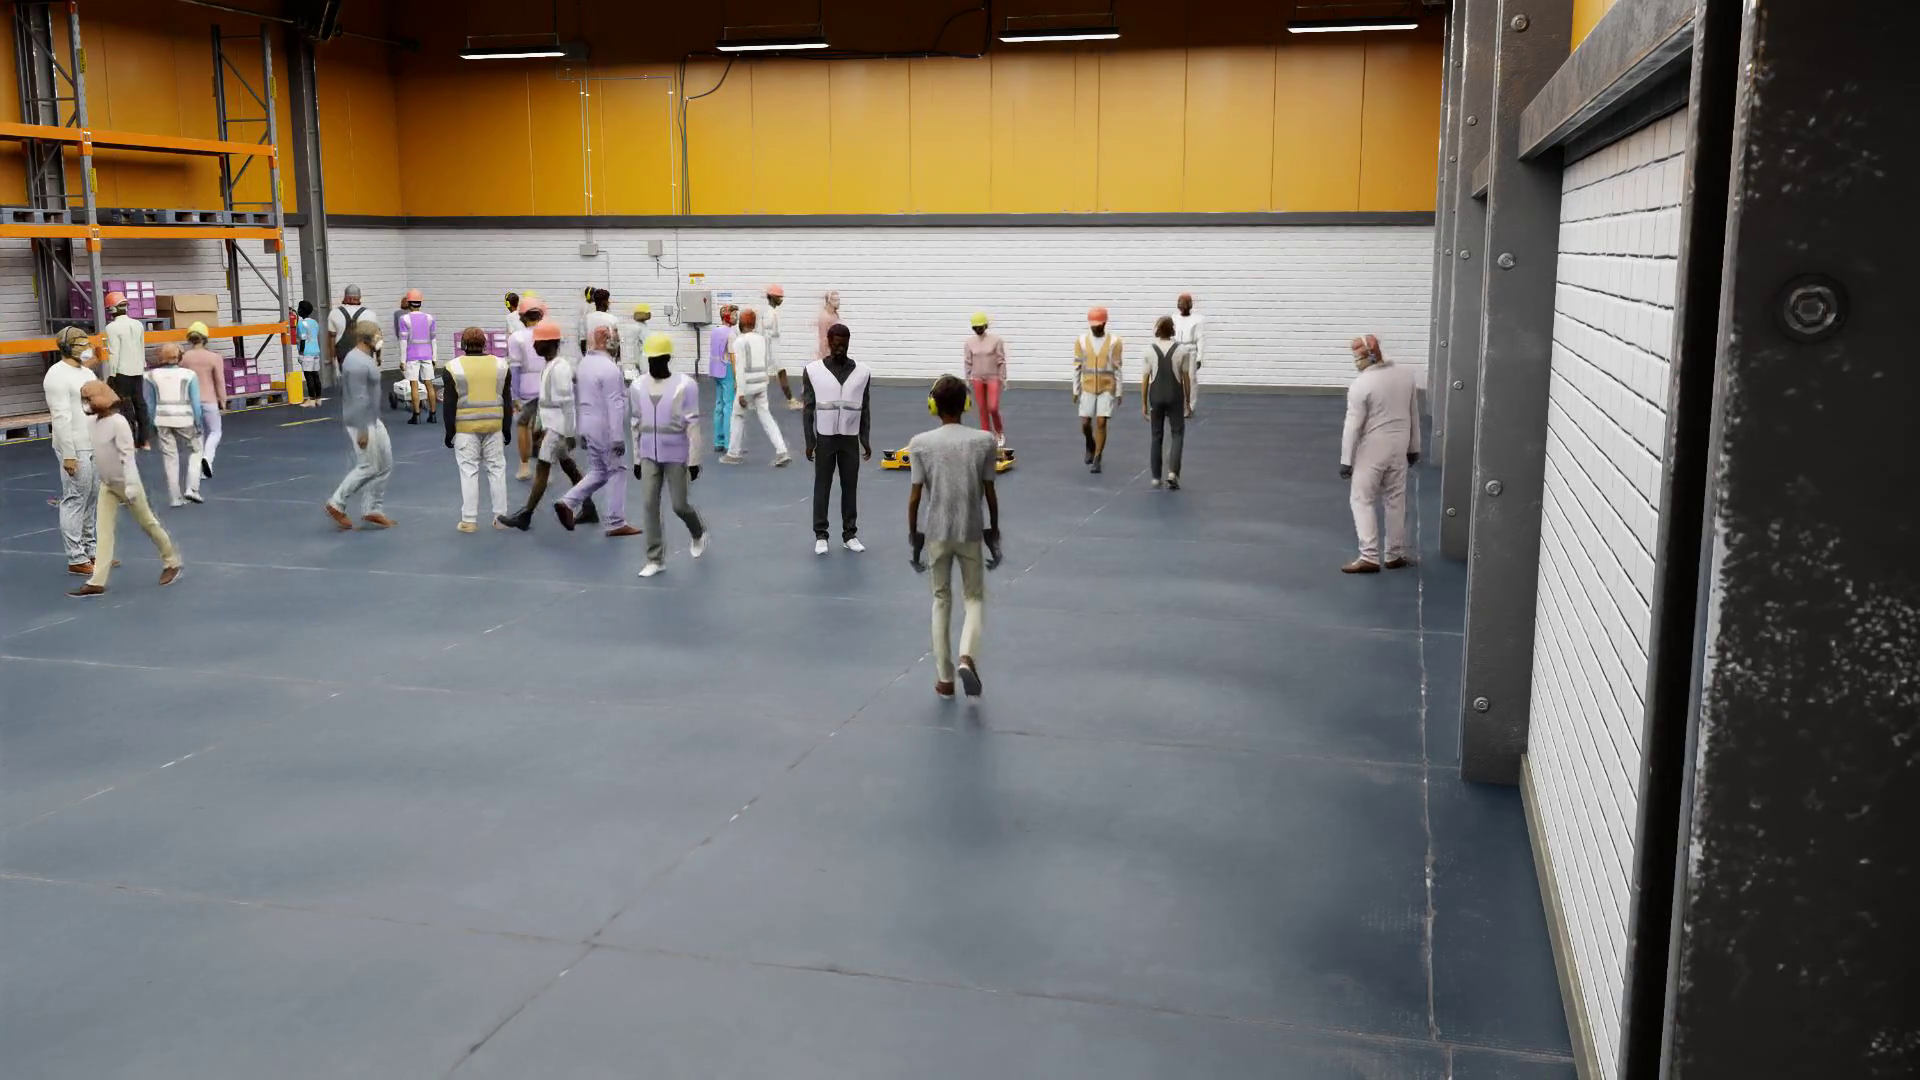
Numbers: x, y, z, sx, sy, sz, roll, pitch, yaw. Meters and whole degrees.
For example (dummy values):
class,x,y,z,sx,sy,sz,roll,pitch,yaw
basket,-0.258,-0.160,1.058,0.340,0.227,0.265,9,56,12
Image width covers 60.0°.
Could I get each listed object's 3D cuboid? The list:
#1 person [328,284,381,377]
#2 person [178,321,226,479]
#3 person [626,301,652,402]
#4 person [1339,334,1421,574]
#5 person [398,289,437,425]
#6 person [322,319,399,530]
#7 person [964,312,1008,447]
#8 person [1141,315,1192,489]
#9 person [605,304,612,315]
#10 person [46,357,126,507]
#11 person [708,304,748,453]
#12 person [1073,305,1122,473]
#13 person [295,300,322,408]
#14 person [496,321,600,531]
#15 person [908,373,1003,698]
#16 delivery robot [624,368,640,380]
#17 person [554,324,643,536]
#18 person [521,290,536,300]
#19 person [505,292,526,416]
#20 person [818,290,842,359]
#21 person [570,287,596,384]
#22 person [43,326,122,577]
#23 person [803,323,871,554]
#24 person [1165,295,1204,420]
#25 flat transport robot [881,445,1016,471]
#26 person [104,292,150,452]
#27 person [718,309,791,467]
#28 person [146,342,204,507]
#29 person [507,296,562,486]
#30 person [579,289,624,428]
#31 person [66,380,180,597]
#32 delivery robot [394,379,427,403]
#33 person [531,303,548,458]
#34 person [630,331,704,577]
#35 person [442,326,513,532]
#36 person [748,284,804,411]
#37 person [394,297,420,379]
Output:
class,x,y,z,sx,sy,sz,roll,pitch,yaw
person,-8.792,-2.736,24.245,0.701,2.000,0.972,-2,10,-13
person,-8.260,-1.497,18.073,0.522,1.743,0.591,-2,10,-10
person,-4.891,-2.774,25.367,0.662,1.725,0.491,2,10,14
person,3.314,-0.681,13.107,0.742,1.874,0.396,-5,11,-27
person,-7.809,-2.630,23.937,0.550,1.935,0.376,-8,13,-40
person,-5.413,-1.023,14.928,0.614,1.917,0.652,-1,10,-7
person,0.311,-1.988,20.863,0.566,1.729,0.442,4,11,20
person,2.183,-1.457,17.582,0.540,1.842,0.494,2,10,13
person,-6.342,-3.498,29.701,0.310,1.636,0.523,3,10,16
person,-8.493,-1.085,16.151,0.830,1.585,0.531,-7,12,-36
person,-2.903,-1.992,20.595,0.373,1.838,0.572,-7,12,-34
person,1.566,-1.717,18.879,0.564,1.902,0.613,2,10,10
person,-10.364,-2.953,26.434,0.316,1.700,0.540,1,10,3
person,-3.736,-1.036,15.069,0.966,1.881,0.560,-4,11,-23
person,-0.030,-0.002,9.305,0.541,1.851,0.482,0,10,-1
delivery robot,-5.421,-2.833,28.731,0.707,0.478,0.477,1,10,6
person,-3.175,-0.947,14.570,0.657,1.882,0.643,-7,12,-35
person,-7.390,-3.440,28.938,0.660,1.799,0.623,5,11,24
person,-6.692,-2.792,25.063,0.331,1.865,0.519,3,10,16
person,-2.008,-2.840,25.240,0.582,1.894,0.655,1,10,6
person,-6.862,-3.769,30.758,0.935,1.804,0.618,-2,10,-13
person,-6.843,-0.690,12.948,0.372,1.940,0.632,-1,10,-8
person,-1.023,-0.848,13.905,0.592,1.917,0.392,-4,11,-21
person,3.283,-2.684,24.523,0.606,1.831,0.951,5,11,28
flat transport robot,-0.128,-0.952,19.148,1.431,0.197,0.652,3,10,15
person,-10.387,-2.081,20.689,0.393,1.985,0.611,2,10,11
person,-2.379,-1.762,19.332,0.997,1.841,0.580,7,12,35
person,-7.681,-1.126,16.314,0.516,1.626,0.374,-1,10,-6
person,-4.588,-1.606,17.921,0.614,2.012,0.796,-6,11,-29
person,-5.014,-2.532,23.297,0.612,1.963,0.363,3,10,17
person,-6.205,-0.398,12.321,0.592,1.575,0.872,6,12,30
delivery robot,-8.603,-2.351,26.004,0.477,0.478,0.707,-6,12,-32
person,-5.053,-1.923,20.065,0.449,1.892,0.723,2,10,11
person,-2.274,-0.688,13.049,0.590,1.907,0.714,3,10,16
person,-4.329,-0.992,14.928,0.634,1.842,0.429,-7,12,-34
person,-2.923,-2.965,25.742,1.085,1.977,0.611,-2,10,-10
person,-10.575,-3.859,31.896,0.504,1.582,0.839,-1,10,-7
